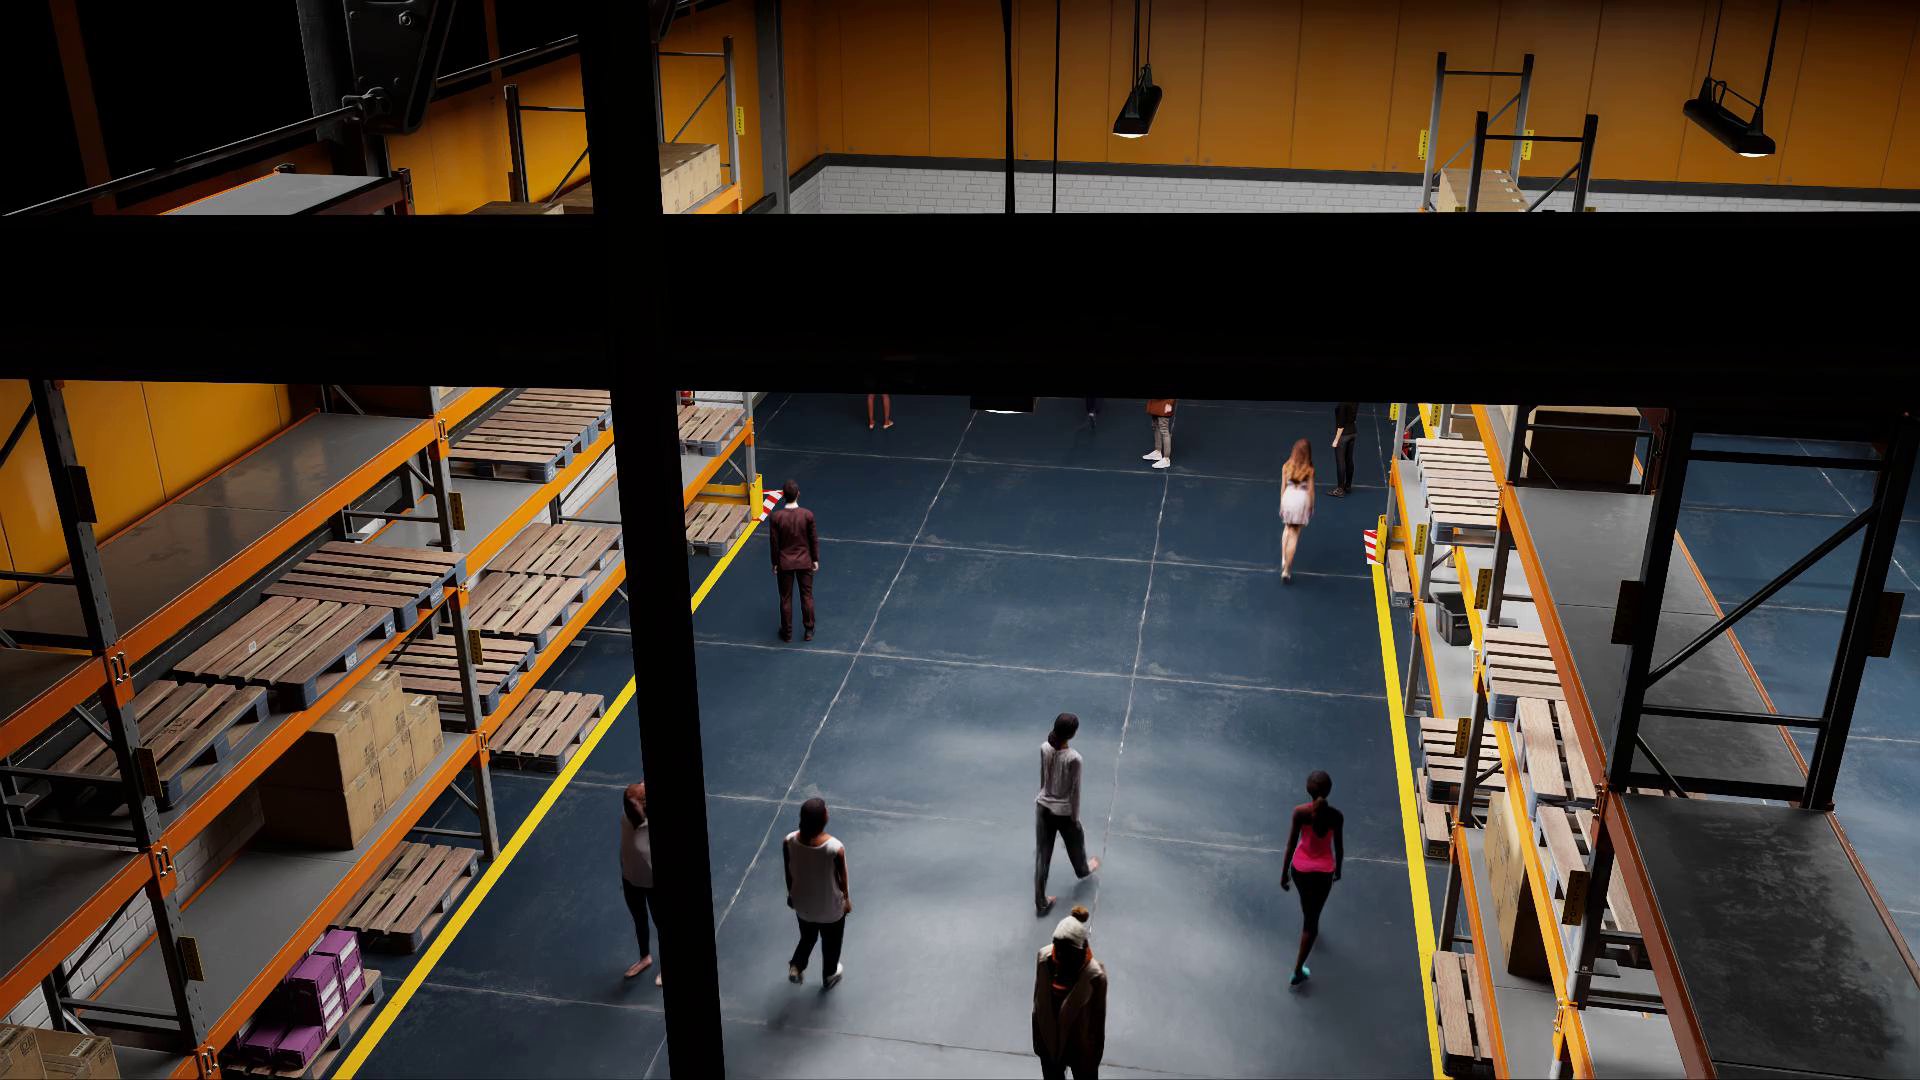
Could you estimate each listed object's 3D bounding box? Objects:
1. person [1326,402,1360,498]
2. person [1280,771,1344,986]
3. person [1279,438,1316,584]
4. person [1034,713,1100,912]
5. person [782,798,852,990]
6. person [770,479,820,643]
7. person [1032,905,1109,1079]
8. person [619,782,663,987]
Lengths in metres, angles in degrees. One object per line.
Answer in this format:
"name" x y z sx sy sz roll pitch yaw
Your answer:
"person" 5.115 -1.380 22.043 0.723 1.641 0.621 21 31 40
"person" 2.697 2.636 12.833 0.699 1.661 1.169 9 25 19
"person" 3.901 -0.310 19.456 0.682 1.753 0.776 13 27 28
"person" 0.744 2.258 13.596 0.944 1.742 1.132 18 29 35
"person" -1.094 2.723 12.616 0.766 1.674 0.857 11 26 24
"person" -1.797 0.229 18.083 0.758 1.865 0.730 -4 24 -9
"person" 0.751 3.250 11.142 0.775 1.890 0.784 13 27 27
"person" -2.401 2.619 12.774 0.632 1.738 0.610 11 26 23
